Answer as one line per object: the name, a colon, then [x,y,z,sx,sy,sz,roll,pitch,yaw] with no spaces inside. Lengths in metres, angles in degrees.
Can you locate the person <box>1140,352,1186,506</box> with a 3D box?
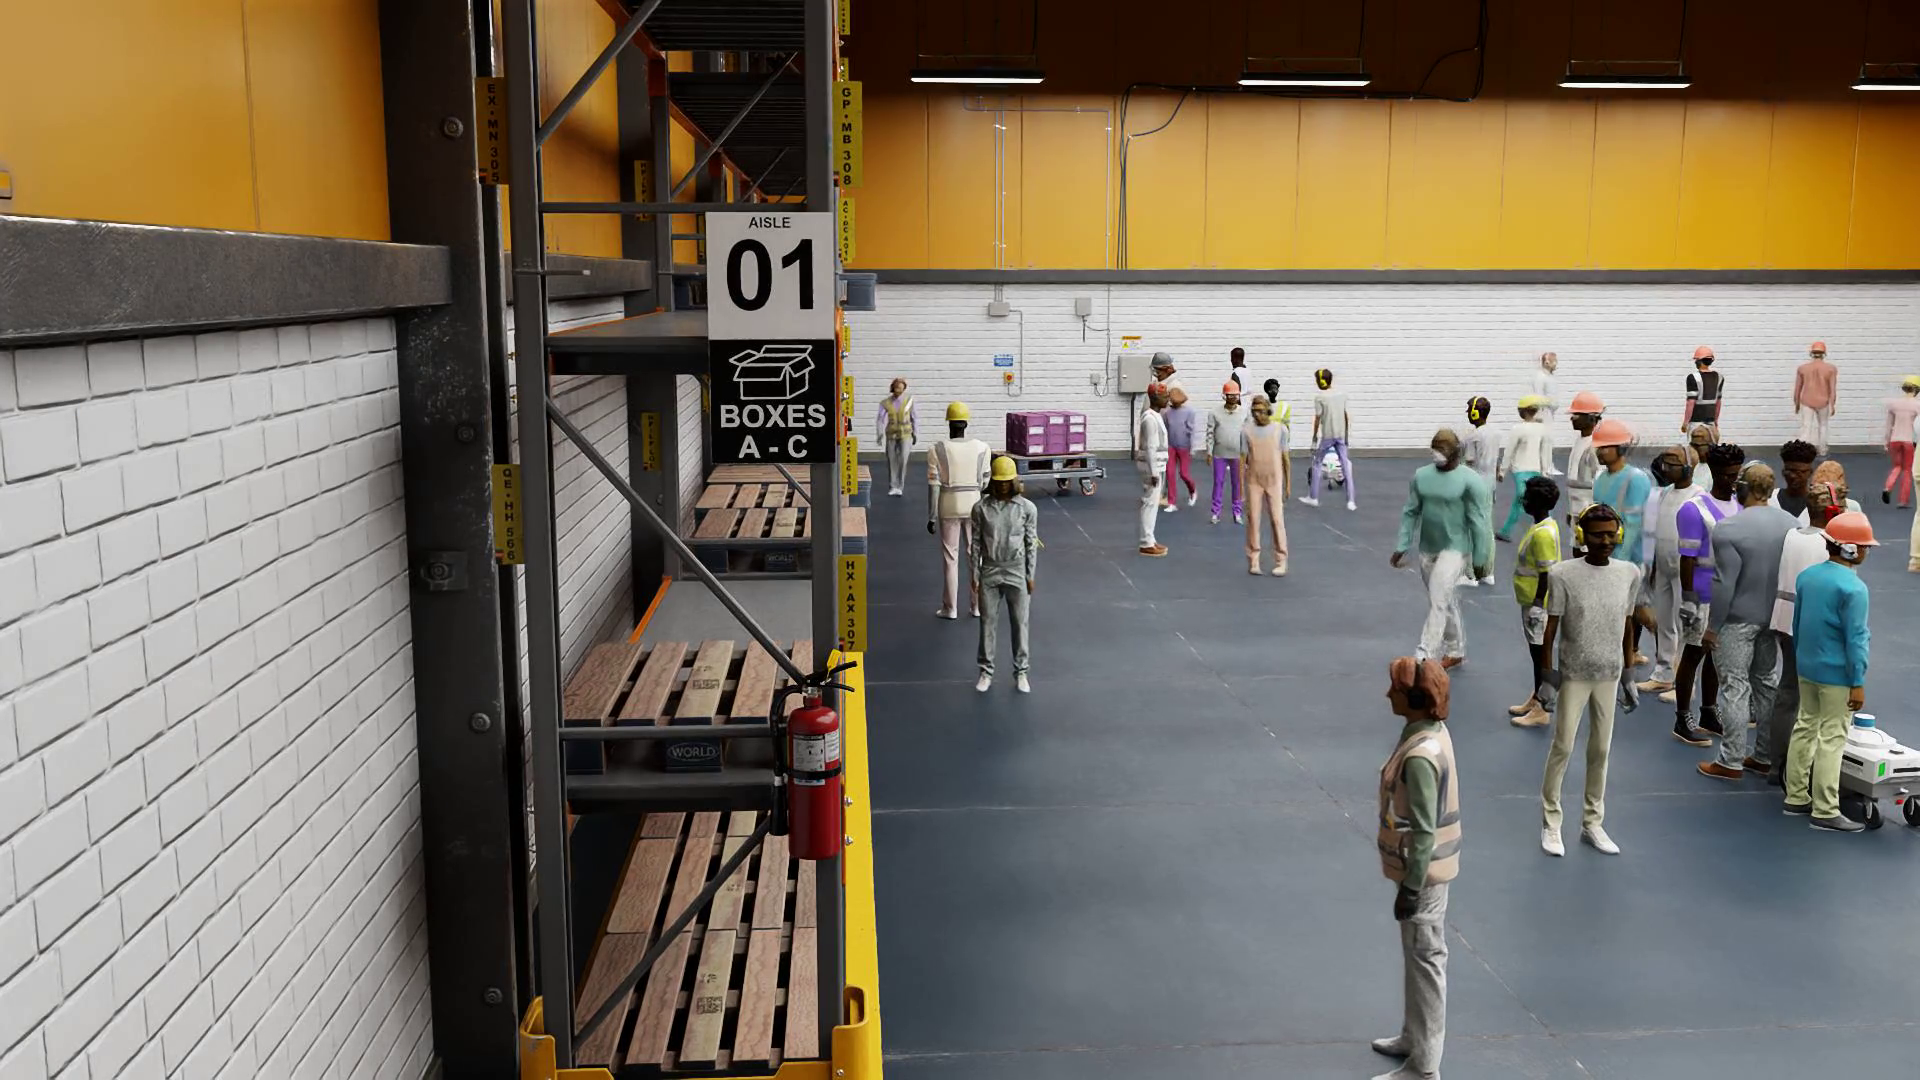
person: [2.641,-1.475,21.979,0.536,2.000,0.673,-4,10,-23]

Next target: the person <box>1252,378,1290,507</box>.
person: [4.043,-1.260,21.696,0.537,1.700,0.317,-1,9,-4]

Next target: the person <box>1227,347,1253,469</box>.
person: [4.366,-2.050,25.978,0.392,1.918,0.589,5,10,27]

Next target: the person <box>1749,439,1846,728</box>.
person: [5.492,0.309,11.009,0.618,1.962,0.361,8,12,40]

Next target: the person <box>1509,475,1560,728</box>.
person: [3.882,0.413,11.198,0.316,1.695,0.542,3,9,17]

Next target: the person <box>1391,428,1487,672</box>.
person: [3.562,0.112,12.473,0.969,1.890,0.629,-6,11,-32]

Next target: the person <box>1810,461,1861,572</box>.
person: [6.557,0.211,12.668,0.502,1.632,0.279,7,11,38]

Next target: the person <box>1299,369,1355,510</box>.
person: [4.826,-1.319,21.706,0.644,1.817,0.852,-4,10,-21]

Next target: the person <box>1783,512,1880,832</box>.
person: [4.815,0.711,9.152,0.343,1.749,0.573,-1,9,-4]

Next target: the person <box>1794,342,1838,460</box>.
person: [13.871,-2.219,26.943,0.634,1.941,1.006,7,11,36]

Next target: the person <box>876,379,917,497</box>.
person: [-0.865,-1.391,22.743,0.560,1.610,0.659,0,9,3]

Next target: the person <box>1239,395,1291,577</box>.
person: [3.084,-0.554,16.854,0.531,1.833,0.412,4,10,22]

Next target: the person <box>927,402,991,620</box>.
person: [-0.019,-0.255,14.671,0.589,1.927,0.388,-3,10,-18]

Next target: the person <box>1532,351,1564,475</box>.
person: [8.877,-1.944,25.414,0.748,1.884,0.650,6,11,33]

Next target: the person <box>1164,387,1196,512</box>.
person: [2.825,-1.170,21.436,0.525,1.597,0.589,7,12,38]

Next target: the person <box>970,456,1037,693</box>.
person: [0.313,0.255,12.077,0.486,1.736,0.325,1,9,5]

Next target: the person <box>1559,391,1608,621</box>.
person: [5.355,-0.254,14.302,0.389,2.045,0.606,1,9,4]

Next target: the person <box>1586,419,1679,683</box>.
person: [4.913,0.106,12.228,1.011,2.003,0.644,-2,9,-15]

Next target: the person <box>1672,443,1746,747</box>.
person: [4.892,0.345,10.782,0.611,1.965,0.362,-5,10,-29]

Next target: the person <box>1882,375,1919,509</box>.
person: [12.279,-1.270,21.588,0.410,1.747,0.551,-5,10,-28]

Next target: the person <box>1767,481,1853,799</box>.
person: [4.957,0.576,9.702,0.388,1.848,0.564,-2,9,-10]

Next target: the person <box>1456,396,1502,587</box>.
person: [5.060,-0.471,16.249,0.511,1.860,0.333,-6,11,-34]

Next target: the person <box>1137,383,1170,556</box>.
person: [2.097,-0.765,18.031,0.343,1.878,0.578,2,9,12]

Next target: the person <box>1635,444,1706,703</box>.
person: [5.102,0.235,11.848,0.330,1.844,0.520,-2,9,-12]

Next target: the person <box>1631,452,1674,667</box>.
person: [5.350,0.168,12.746,0.317,1.692,0.540,-5,11,-31]

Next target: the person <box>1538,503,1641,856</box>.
person: [3.294,0.726,8.697,0.532,1.868,0.310,-1,9,-4]

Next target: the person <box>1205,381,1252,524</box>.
person: [3.287,-1.072,20.341,0.572,1.753,0.325,1,9,8]

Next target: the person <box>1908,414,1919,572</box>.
person: [9.926,-0.641,16.744,0.535,2.000,0.686,-1,9,-8]

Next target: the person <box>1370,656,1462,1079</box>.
person: [1.704,1.237,6.204,0.315,1.641,0.514,3,10,18]

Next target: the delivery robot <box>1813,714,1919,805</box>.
delivery robot: [5.084,1.226,9.378,0.477,0.478,0.707,-2,9,-11]

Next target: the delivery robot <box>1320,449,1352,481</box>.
delivery robot: [5.313,-1.059,23.724,0.477,0.478,0.707,-1,9,-8]

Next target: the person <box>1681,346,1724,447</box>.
person: [10.456,-1.719,23.505,0.610,2.042,0.396,-3,10,-18]

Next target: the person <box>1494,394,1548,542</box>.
person: [6.310,-0.767,18.565,0.524,1.713,0.948,-5,10,-30]

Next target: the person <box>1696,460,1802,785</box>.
person: [4.714,0.492,9.945,0.635,1.937,0.353,-3,10,-20]
